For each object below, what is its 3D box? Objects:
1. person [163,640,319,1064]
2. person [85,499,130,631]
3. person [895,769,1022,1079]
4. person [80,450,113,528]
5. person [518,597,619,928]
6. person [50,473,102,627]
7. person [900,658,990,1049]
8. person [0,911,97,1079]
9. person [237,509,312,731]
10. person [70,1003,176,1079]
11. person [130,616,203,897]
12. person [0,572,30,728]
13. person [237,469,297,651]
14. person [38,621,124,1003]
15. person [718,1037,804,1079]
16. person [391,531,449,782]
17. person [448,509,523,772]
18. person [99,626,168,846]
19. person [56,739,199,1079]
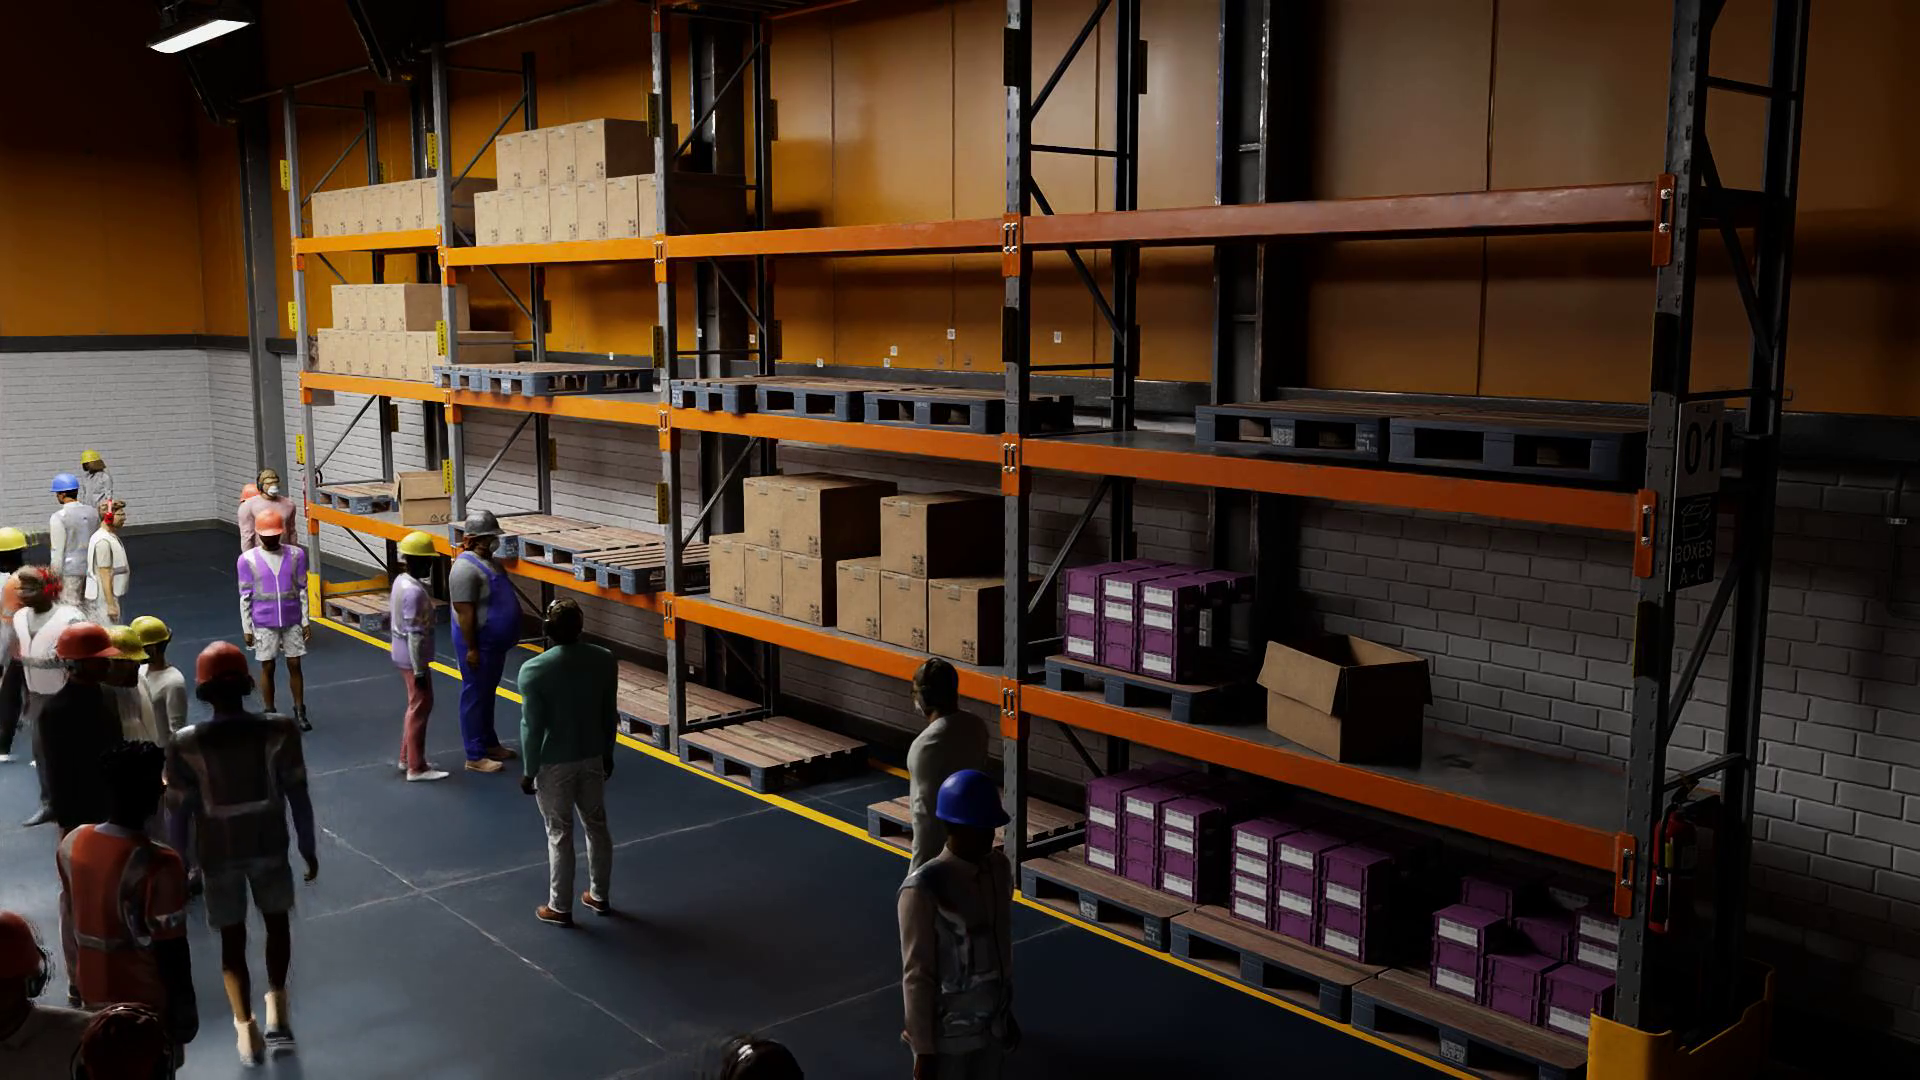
[{"bbox_3d":[-3.444,1.490,7.996,0.663,2.033,0.465,-4,9,-25],"label":"person"},{"bbox_3d":[-7.820,0.542,15.297,0.393,1.836,0.560,-3,9,-21],"label":"person"},{"bbox_3d":[0.013,1.796,6.176,0.389,1.949,0.603,6,10,35],"label":"person"},{"bbox_3d":[-11.200,-0.313,21.592,0.492,1.731,0.324,3,9,21],"label":"person"},{"bbox_3d":[-2.288,1.291,9.730,0.629,1.940,0.373,-8,11,-43],"label":"person"},{"bbox_3d":[-8.843,0.298,16.631,0.412,1.938,0.611,2,8,12],"label":"person"},{"bbox_3d":[-0.081,1.526,8.115,0.372,1.934,0.627,4,9,25],"label":"person"},{"bbox_3d":[-2.648,1.993,4.706,0.637,1.986,0.414,-3,9,-21],"label":"person"},{"bbox_3d":[-5.754,0.684,14.013,0.547,1.925,0.391,-5,10,-32],"label":"person"},{"bbox_3d":[-2.109,2.109,4.274,0.578,1.878,0.340,-4,9,-24],"label":"person"},{"bbox_3d":[-4.880,1.325,10.131,0.527,1.759,0.339,6,10,38],"label":"person"},{"bbox_3d":[-8.153,0.764,14.013,0.321,1.755,0.563,3,9,19],"label":"person"},{"bbox_3d":[-7.071,0.230,17.099,0.373,1.940,0.629,5,10,33],"label":"person"},{"bbox_3d":[-4.536,1.408,8.713,0.379,1.996,0.610,0,8,-1],"label":"person"},{"bbox_3d":[-0.562,2.132,4.345,0.635,1.816,0.866,-6,10,-34],"label":"person"},{"bbox_3d":[-4.111,0.884,12.637,0.390,1.920,0.612,-3,9,-18],"label":"person"},{"bbox_3d":[-3.686,0.768,13.011,0.536,2.000,0.678,0,8,2],"label":"person"},{"bbox_3d":[-4.772,1.383,9.498,0.431,1.815,0.624,1,8,10],"label":"person"},{"bbox_3d":[-3.237,1.744,6.533,0.608,1.961,0.369,4,9,24],"label":"person"}]
